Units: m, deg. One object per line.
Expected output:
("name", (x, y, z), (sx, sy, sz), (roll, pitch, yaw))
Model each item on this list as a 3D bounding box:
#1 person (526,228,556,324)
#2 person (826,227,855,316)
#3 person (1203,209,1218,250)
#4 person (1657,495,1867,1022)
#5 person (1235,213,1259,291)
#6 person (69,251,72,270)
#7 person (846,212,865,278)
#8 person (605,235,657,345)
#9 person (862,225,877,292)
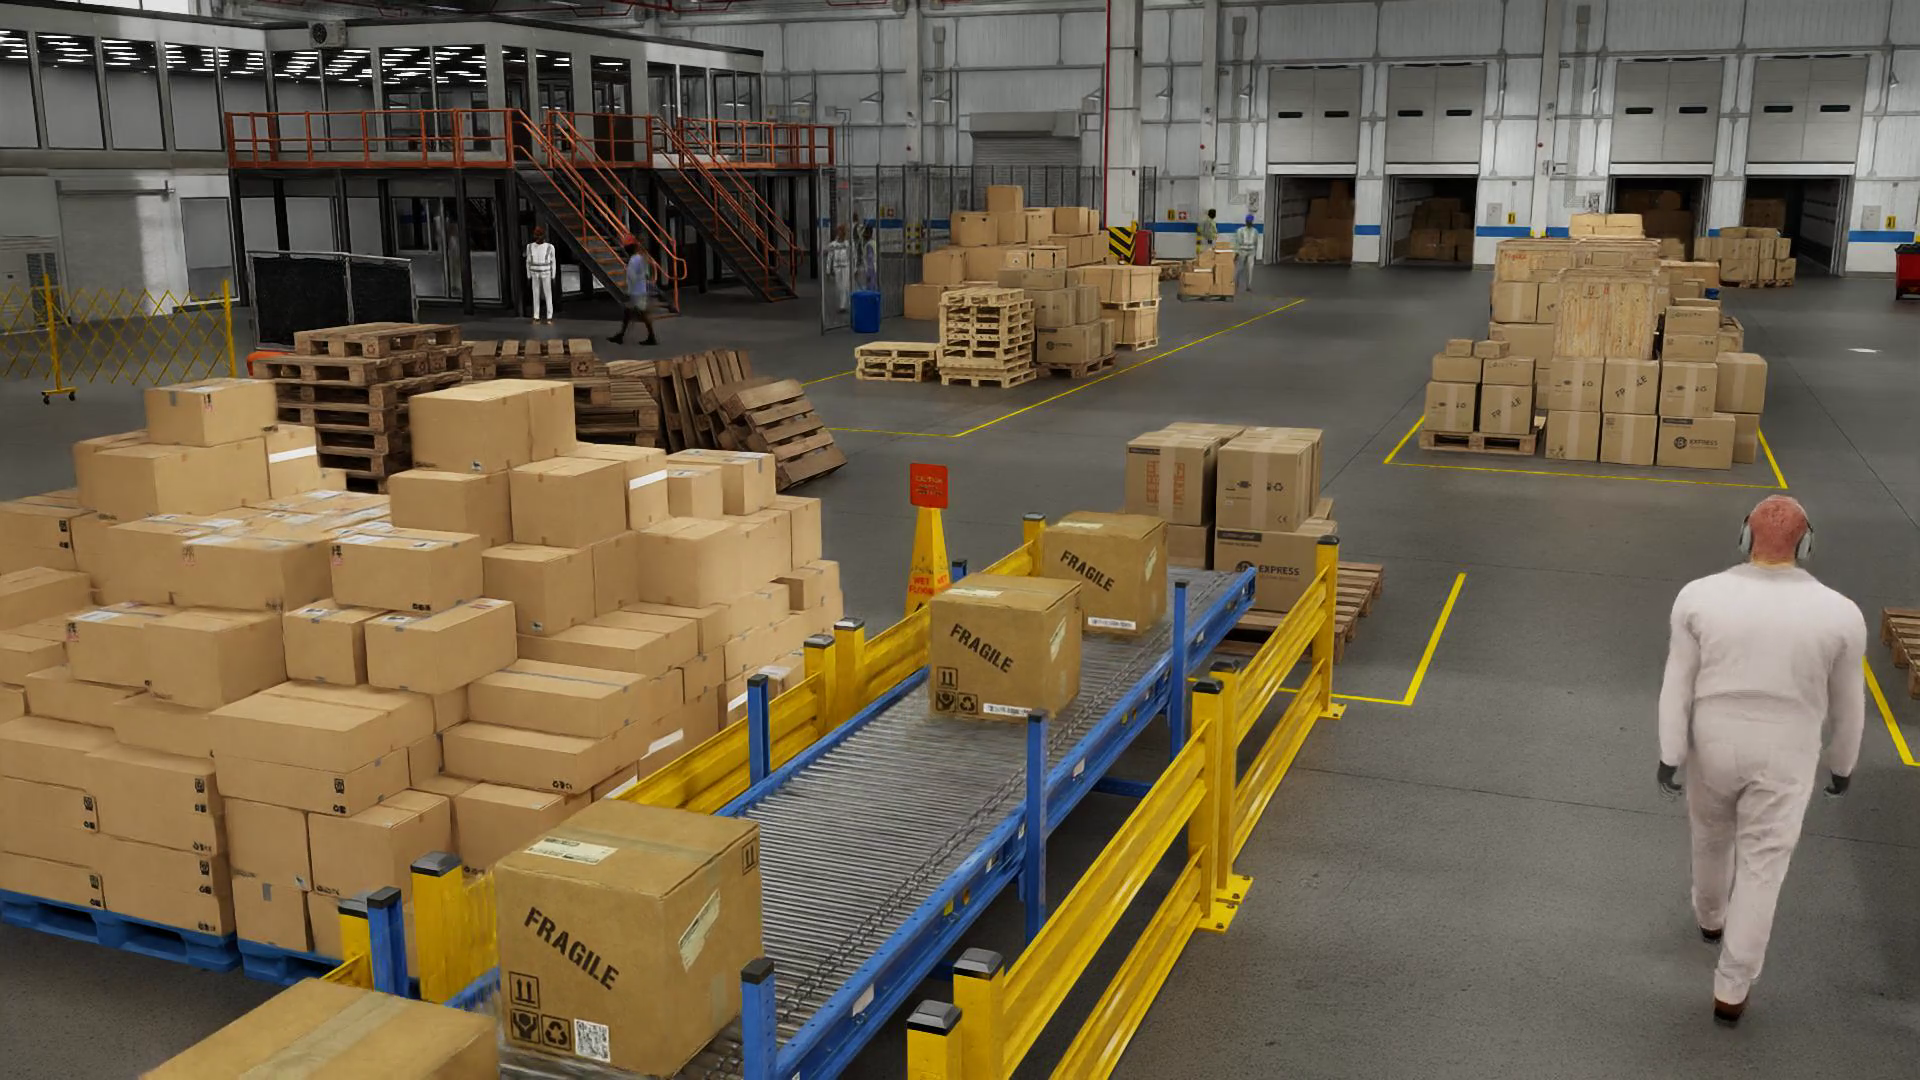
("person", (-8.238, -5.188, 32.711), (0.573, 1.883, 0.355), (0, 13, 0))
("person", (-2.505, -5.602, 34.700), (0.592, 1.825, 1.001), (2, 13, 11))
("person", (7.747, -9.242, 51.039), (0.559, 1.821, 0.644), (5, 14, 23))
("person", (2.943, 0.751, 6.132), (0.665, 1.850, 0.998), (7, 14, 27))
("person", (7.165, -7.209, 41.679), (0.625, 1.930, 0.690), (-2, 13, -7))
("person", (-19.718, -6.002, 36.300), (0.681, 1.893, 0.459), (0, 13, -1))
("person", (-2.926, -8.272, 46.655), (0.544, 1.835, 0.438), (2, 13, 9))
("person", (-5.695, -4.283, 28.628), (0.948, 1.894, 0.552), (-4, 13, -18))
("person", (-1.806, -5.442, 33.796), (0.397, 1.911, 0.587), (0, 13, 2))
